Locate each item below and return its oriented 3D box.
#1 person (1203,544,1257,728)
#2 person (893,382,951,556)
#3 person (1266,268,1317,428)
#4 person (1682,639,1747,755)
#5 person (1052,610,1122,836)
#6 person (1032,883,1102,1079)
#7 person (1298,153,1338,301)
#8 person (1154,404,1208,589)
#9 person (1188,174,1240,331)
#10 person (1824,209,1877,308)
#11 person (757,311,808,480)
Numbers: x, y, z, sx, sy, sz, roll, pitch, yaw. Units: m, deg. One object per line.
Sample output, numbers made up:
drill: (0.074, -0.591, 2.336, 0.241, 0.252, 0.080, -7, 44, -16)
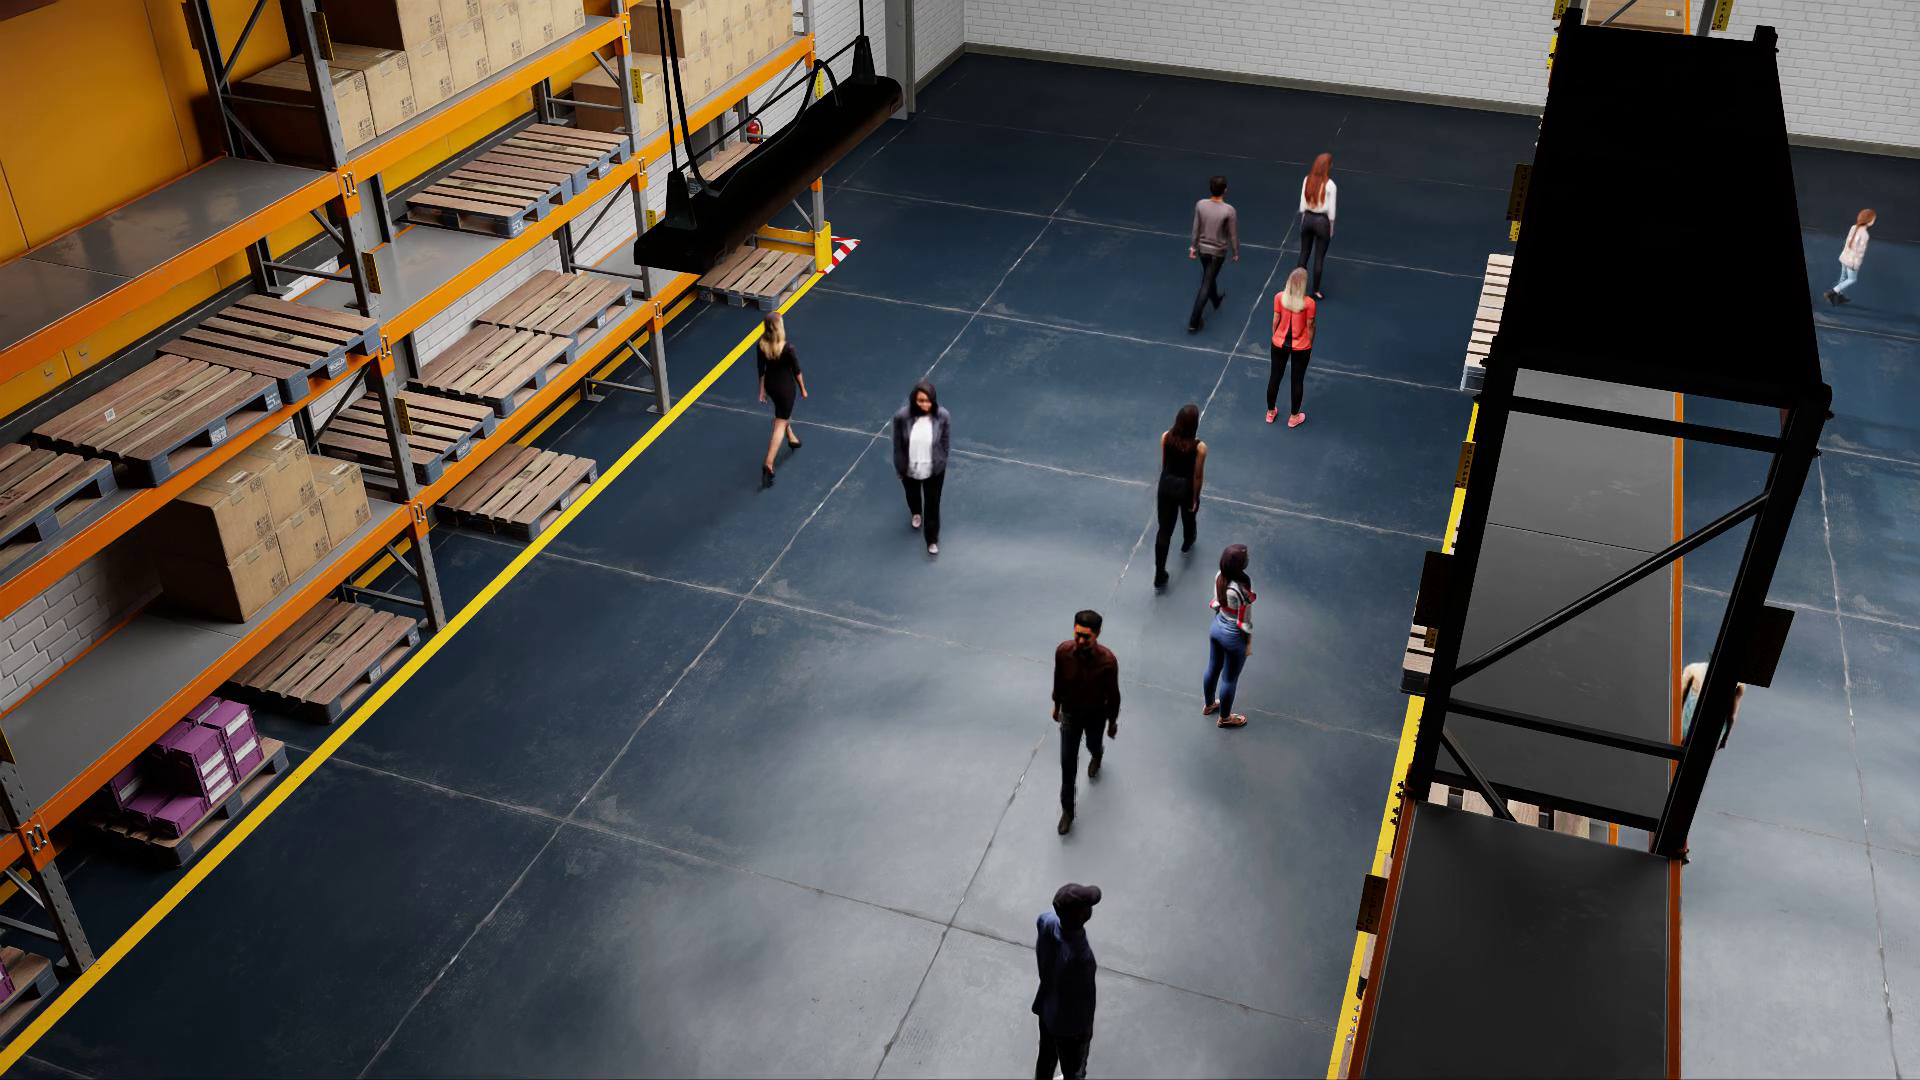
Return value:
person: (2.062, 0.716, 12.746, 0.711, 1.613, 0.661, -16, 37, -23)
person: (-0.356, -0.709, 14.938, 0.894, 1.559, 1.127, 0, 34, 0)
person: (3.315, -1.936, 16.663, 0.616, 1.694, 0.565, 16, 37, 23)
person: (5.133, 1.394, 11.598, 0.608, 1.755, 0.765, 10, 35, 15)
person: (0.915, 1.196, 11.904, 0.684, 1.747, 1.124, 10, 35, 14)
person: (0.597, 2.684, 9.539, 0.778, 1.885, 0.738, -18, 38, -25)
person: (4.090, -3.592, 19.095, 0.657, 1.759, 0.622, 27, 42, 34)
person: (1.842, -0.356, 14.337, 0.610, 1.638, 1.146, 14, 36, 20)
person: (2.754, -3.151, 18.464, 1.183, 1.723, 0.850, 12, 35, 17)
person: (10.183, -3.227, 19.062, 0.686, 1.187, 0.658, -5, 34, -7)
person: (-1.744, -1.346, 15.829, 0.657, 1.635, 1.094, 16, 37, 23)
